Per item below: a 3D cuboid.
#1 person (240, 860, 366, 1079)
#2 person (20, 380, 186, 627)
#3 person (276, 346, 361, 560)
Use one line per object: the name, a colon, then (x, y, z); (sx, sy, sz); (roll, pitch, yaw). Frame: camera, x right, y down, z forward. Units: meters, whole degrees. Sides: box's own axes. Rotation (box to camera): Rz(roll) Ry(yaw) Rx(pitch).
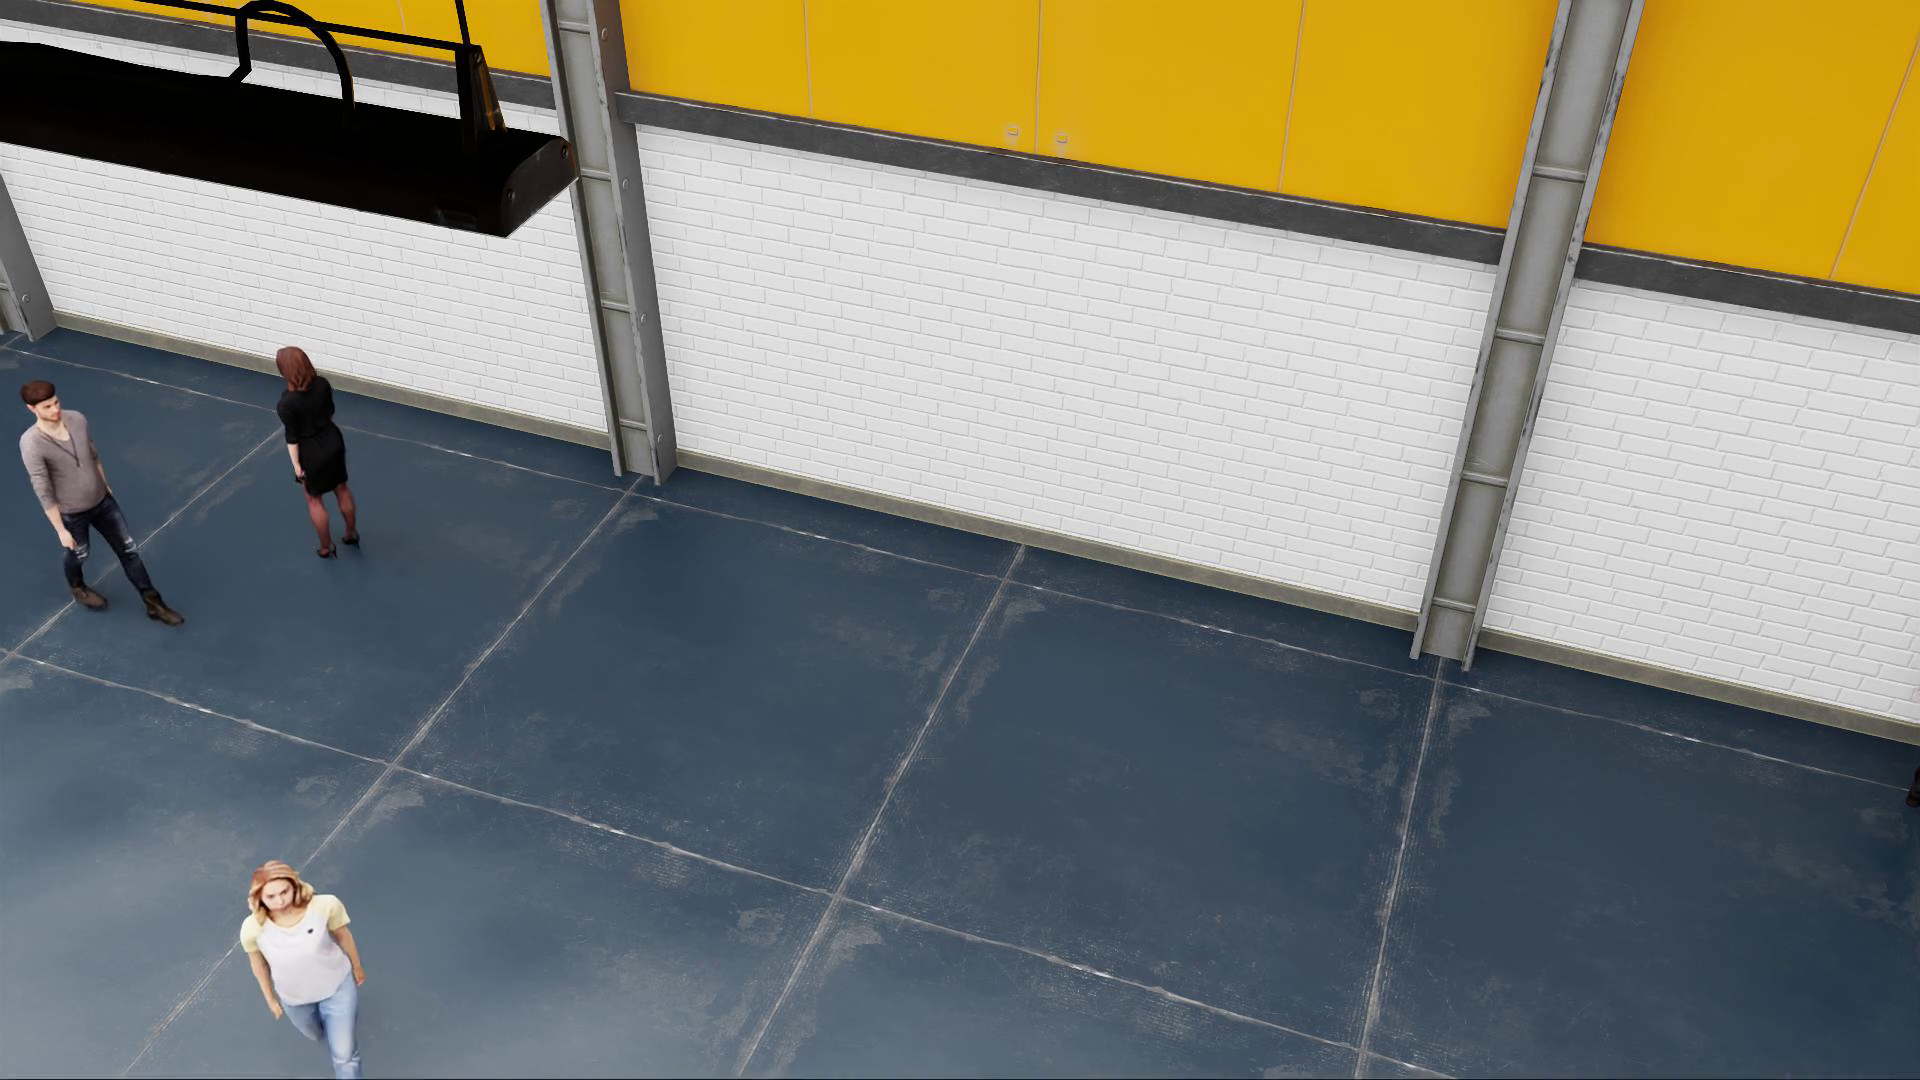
person: (-3.143, 2.110, 8.065); (1.073, 1.701, 1.134); (-16, 41, -19)
person: (-5.823, -0.240, 10.884); (1.236, 1.856, 0.812); (18, 42, 21)
person: (-4.370, -0.597, 11.454); (0.610, 1.702, 0.642); (21, 43, 24)
